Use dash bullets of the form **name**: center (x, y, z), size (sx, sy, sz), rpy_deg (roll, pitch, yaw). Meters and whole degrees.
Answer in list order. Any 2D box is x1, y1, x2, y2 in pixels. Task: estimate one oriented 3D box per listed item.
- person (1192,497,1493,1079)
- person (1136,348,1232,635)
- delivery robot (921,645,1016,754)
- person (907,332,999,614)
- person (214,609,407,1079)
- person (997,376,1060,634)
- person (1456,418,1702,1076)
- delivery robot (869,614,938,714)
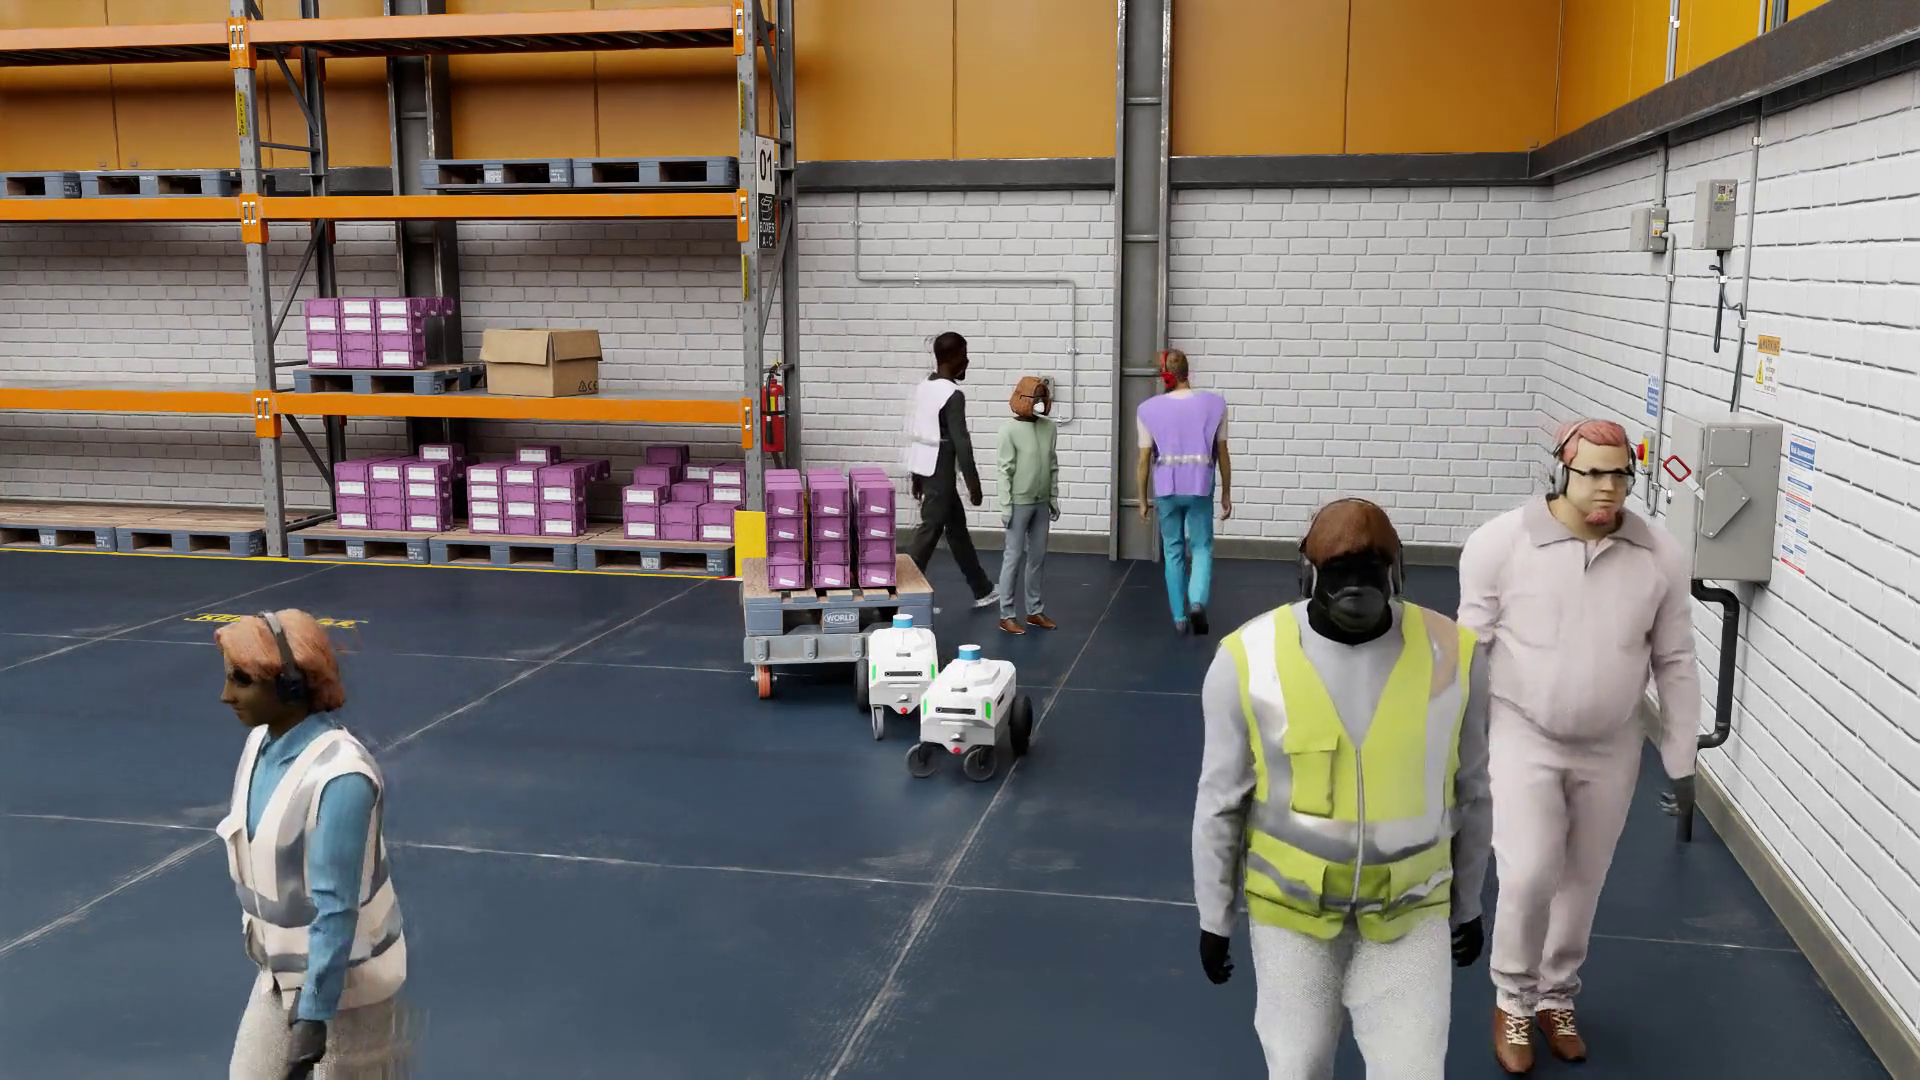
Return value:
- **person**: center (0.834, 0.817, 3.626), size (0.661, 1.825, 0.555), rpy_deg (1, 10, 7)
- **person**: center (1.382, -0.283, 10.310), size (0.602, 1.805, 0.550), rpy_deg (1, 9, 4)
- **delivery robot**: center (0.045, 0.729, 7.695), size (0.477, 0.478, 0.707), rpy_deg (2, 10, 11)
- **person**: center (-0.036, -0.432, 11.031), size (0.920, 1.865, 0.606), rpy_deg (-3, 10, -19)
- **person**: center (-1.362, 0.938, 3.519), size (0.511, 1.621, 0.391), rpy_deg (8, 13, 41)
- **person**: center (0.432, -0.221, 10.495), size (0.493, 1.624, 0.281), rpy_deg (-9, 13, -43)
- **person**: center (1.756, 0.601, 4.731), size (0.687, 1.885, 0.575), rpy_deg (0, 9, 2)
- **delivery robot**: center (-0.286, 0.618, 8.367), size (0.477, 0.478, 0.707), rpy_deg (0, 9, -2)
